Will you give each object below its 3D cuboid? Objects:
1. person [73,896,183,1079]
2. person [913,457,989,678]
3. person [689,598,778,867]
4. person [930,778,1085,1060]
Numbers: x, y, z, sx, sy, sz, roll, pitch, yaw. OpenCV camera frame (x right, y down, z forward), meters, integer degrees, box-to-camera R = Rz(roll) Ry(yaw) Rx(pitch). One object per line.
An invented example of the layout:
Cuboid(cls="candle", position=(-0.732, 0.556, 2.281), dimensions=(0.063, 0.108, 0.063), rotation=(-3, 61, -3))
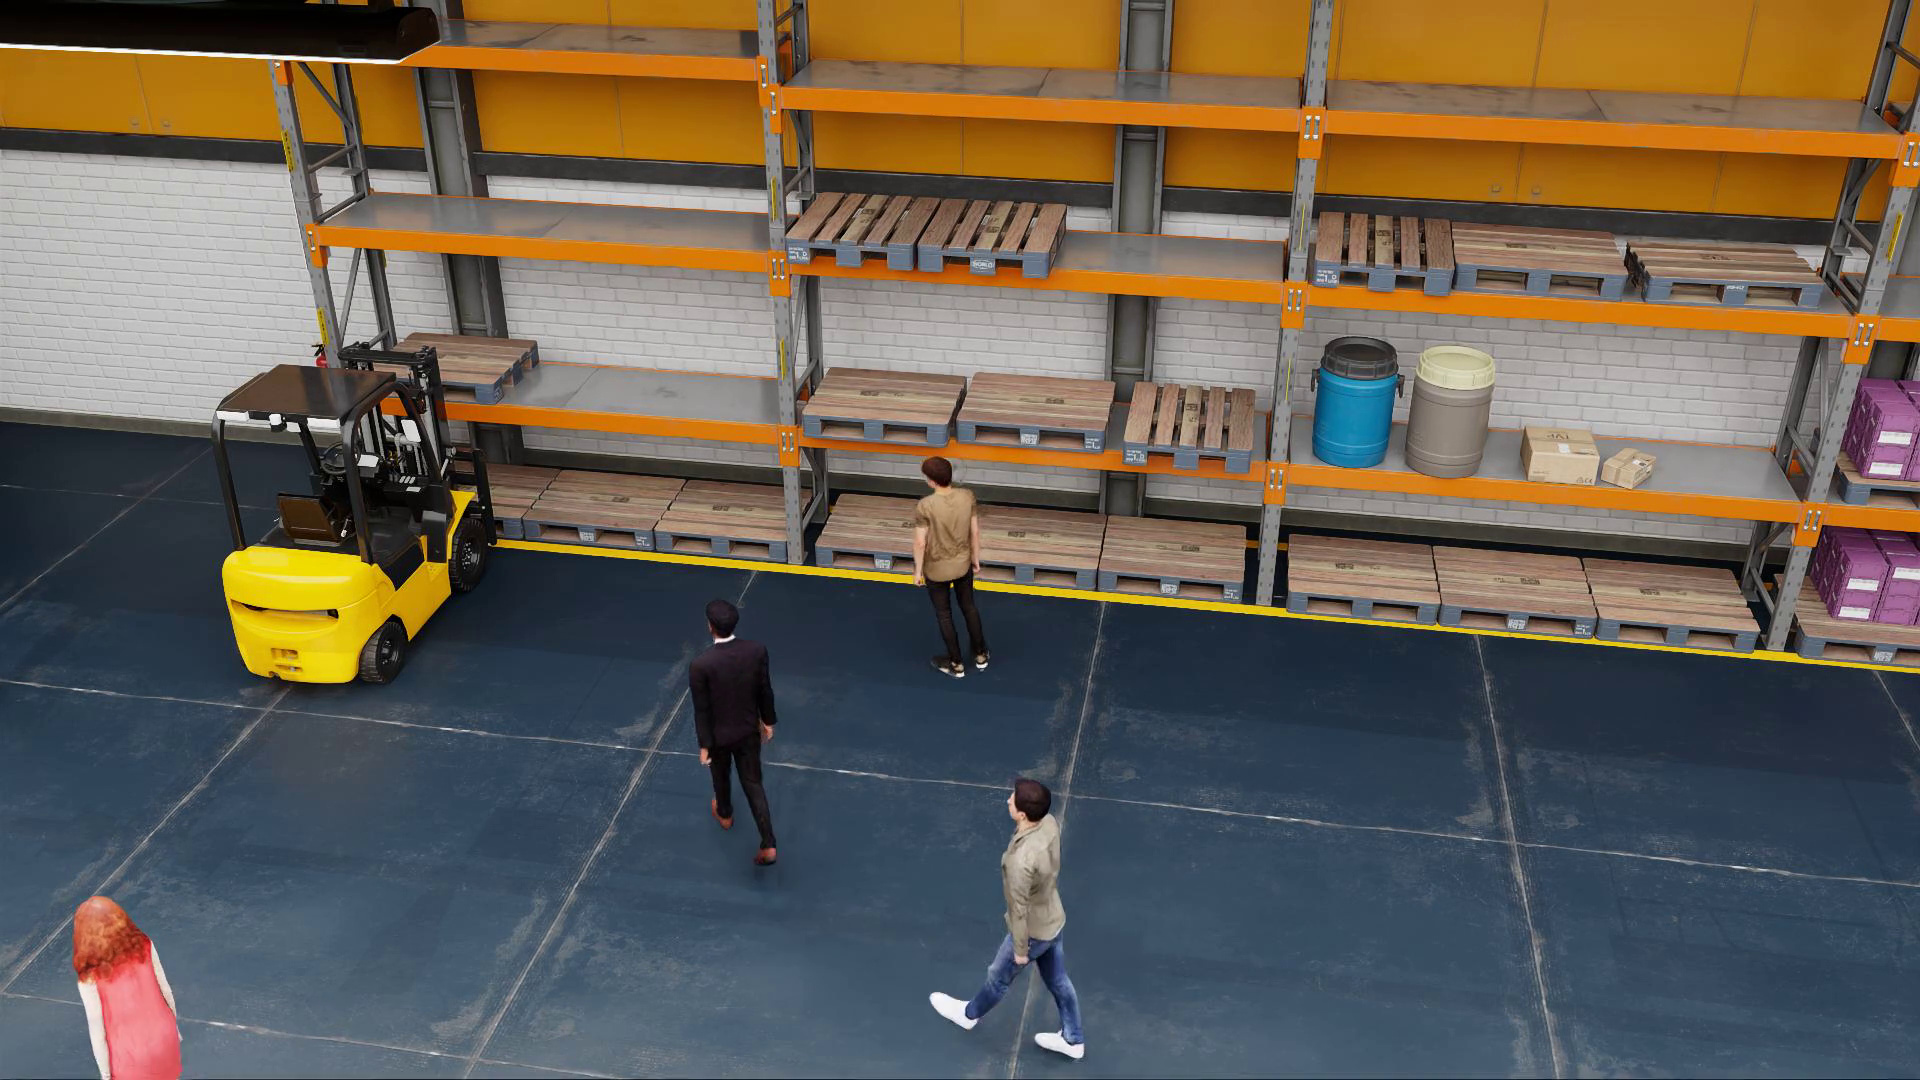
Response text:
Cuboid(cls="person", position=(-3.968, 2.551, 8.198), dimensions=(0.885, 1.810, 0.761), rotation=(15, 32, 25))
Cuboid(cls="person", position=(-0.058, 0.199, 12.487), dimensions=(0.778, 1.832, 0.892), rotation=(-8, 30, -15))
Cuboid(cls="person", position=(-1.408, 1.248, 10.546), dimensions=(1.252, 1.848, 1.234), rotation=(-14, 32, -24))
Cuboid(cls="person", position=(0.482, 2.109, 8.998), dimensions=(1.223, 1.820, 0.927), rotation=(14, 31, 23))
